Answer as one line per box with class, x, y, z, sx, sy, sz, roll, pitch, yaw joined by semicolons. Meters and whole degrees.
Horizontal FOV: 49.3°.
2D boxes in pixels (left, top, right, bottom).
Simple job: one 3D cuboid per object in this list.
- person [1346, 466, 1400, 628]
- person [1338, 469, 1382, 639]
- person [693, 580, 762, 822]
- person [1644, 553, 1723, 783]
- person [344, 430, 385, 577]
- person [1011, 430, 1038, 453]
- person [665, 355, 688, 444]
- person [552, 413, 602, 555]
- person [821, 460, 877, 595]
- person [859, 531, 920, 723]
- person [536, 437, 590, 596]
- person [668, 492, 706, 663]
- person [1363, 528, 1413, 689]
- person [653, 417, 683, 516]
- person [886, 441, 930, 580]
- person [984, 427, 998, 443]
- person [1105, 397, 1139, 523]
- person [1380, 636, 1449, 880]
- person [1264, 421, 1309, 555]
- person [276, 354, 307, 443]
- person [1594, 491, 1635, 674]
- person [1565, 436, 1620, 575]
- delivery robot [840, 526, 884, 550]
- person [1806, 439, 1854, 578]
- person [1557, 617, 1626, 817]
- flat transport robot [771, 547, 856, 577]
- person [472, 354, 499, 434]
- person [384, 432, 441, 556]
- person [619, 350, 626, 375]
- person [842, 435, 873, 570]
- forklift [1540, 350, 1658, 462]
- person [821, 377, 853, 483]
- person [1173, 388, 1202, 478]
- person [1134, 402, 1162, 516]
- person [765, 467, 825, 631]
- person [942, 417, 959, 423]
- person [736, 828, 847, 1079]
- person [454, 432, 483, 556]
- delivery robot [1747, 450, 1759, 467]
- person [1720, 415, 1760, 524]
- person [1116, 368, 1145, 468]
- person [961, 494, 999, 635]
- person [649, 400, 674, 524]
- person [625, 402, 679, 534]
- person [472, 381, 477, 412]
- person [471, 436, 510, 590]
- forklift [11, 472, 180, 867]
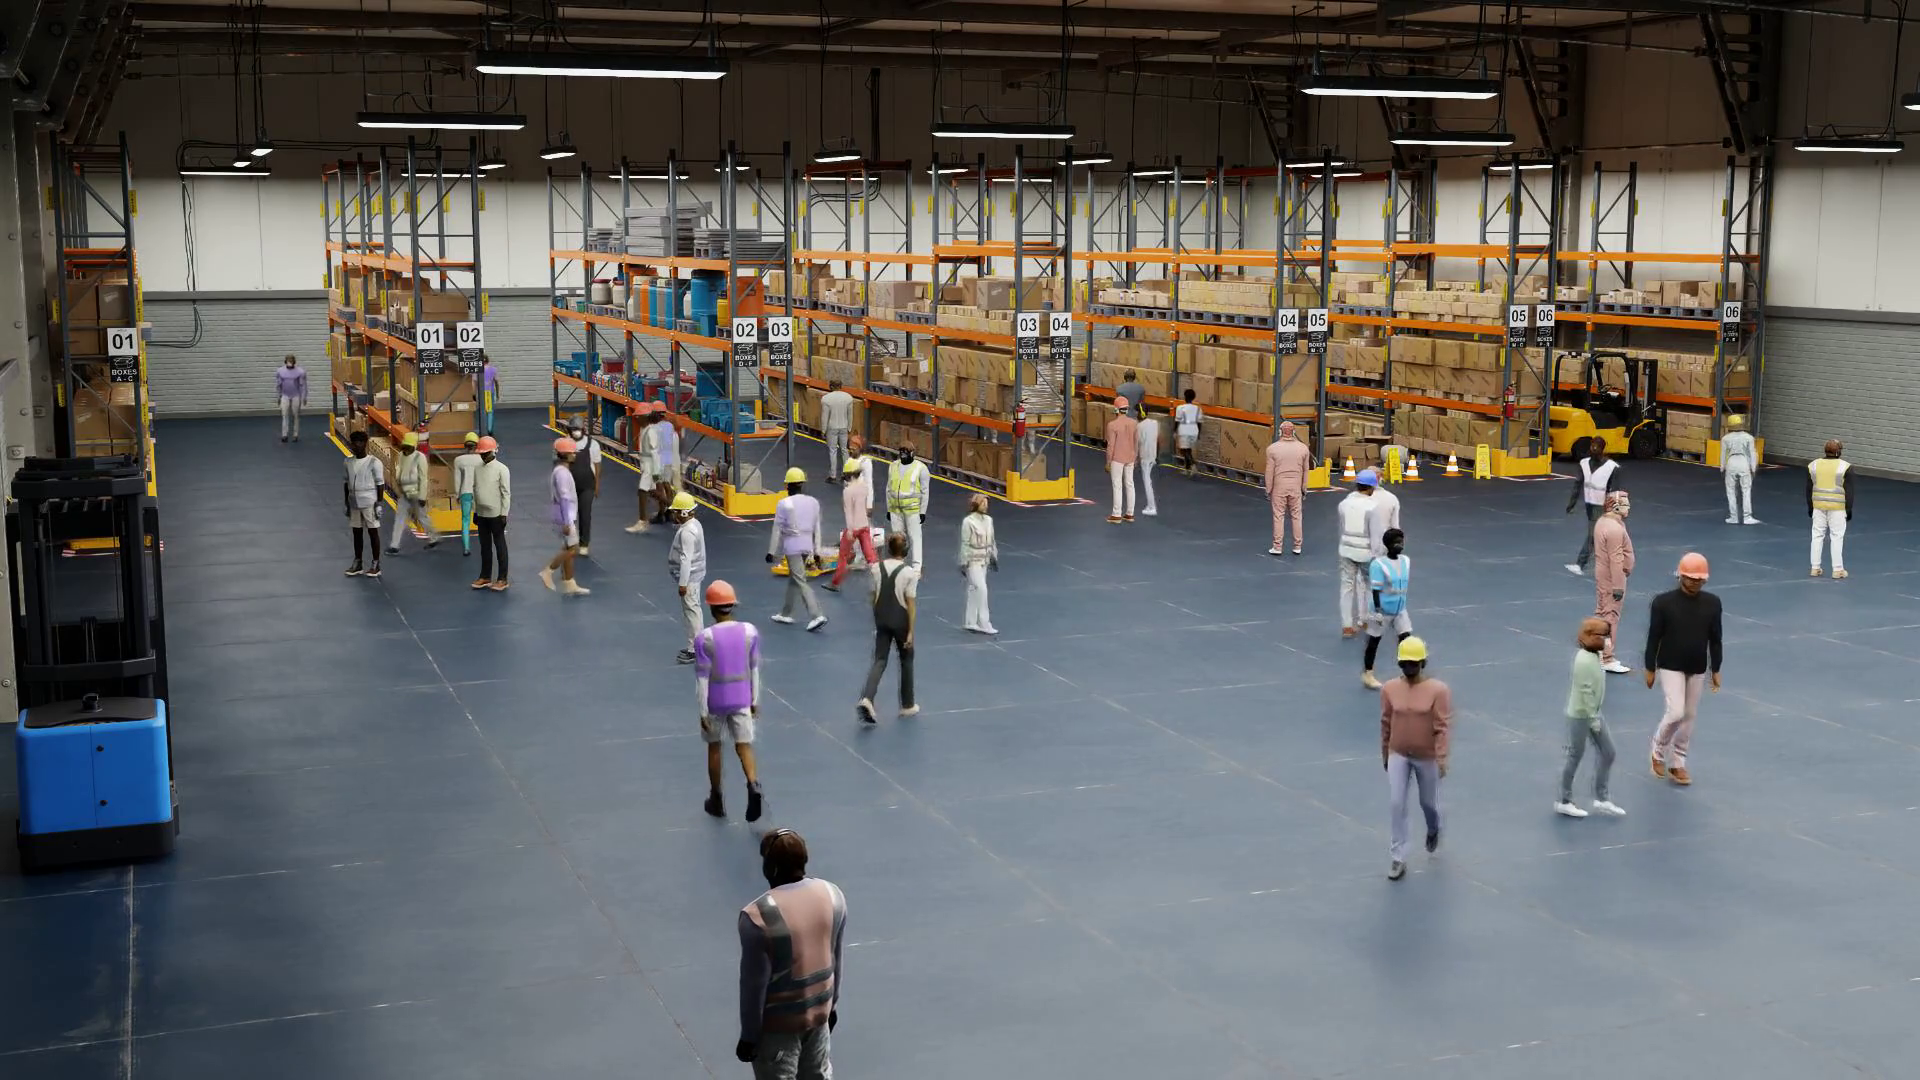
person;4.790;0.071;24.583;0.651;1.880;0.747;0;9;1
person;4.595;0.149;23.909;0.614;1.917;0.697;7;11;39
person;-1.812;1.271;16.466;0.554;1.916;0.804;-4;9;-23
person;6.074;1.076;17.545;0.605;1.971;0.448;-1;9;-10
person;-7.992;-0.494;28.044;0.608;1.966;0.374;3;9;21
person;1.239;-2.125;40.036;0.538;1.630;0.370;-3;9;-19
person;-6.134;-3.030;45.012;0.616;1.946;0.392;1;9;7
person;-5.471;-0.794;29.941;0.698;2.000;0.606;-1;9;-5
person;-1.335;-0.162;26.684;0.925;1.716;0.541;6;10;33
person;-0.655;0.824;19.779;0.512;1.819;0.820;4;9;23
person;-5.010;-0.286;26.438;0.551;2.033;0.624;-1;9;-10
person;-2.945;0.391;22.614;0.403;1.827;0.594;0;9;-1
person;4.364;0.712;21.006;0.553;1.655;0.820;-5;10;-31
person;-4.733;-1.184;33.798;0.618;1.610;0.536;1;9;8
person;-0.716;-0.393;27.779;0.625;1.846;0.429;4;10;27
person;0.662;-3.046;45.253;0.607;1.908;0.617;-2;9;-11
person;2.553;-1.269;33.123;0.608;1.995;0.377;-6;10;-34
person;3.314;1.537;15.234;0.523;1.744;0.736;4;9;25
person;4.649;-0.739;29.884;0.644;1.907;0.400;-1;9;-8
person;-14.469;-3.052;45.284;0.657;1.907;0.825;-1;9;-8
person;6.899;0.429;22.092;0.406;1.906;0.654;1;9;4
person;8.495;-0.457;28.137;1.010;1.865;0.589;-5;10;-29
delivery robot;-1.377;-0.037;29.519;0.477;0.478;0.707;5;10;32
person;11.642;-0.426;28.006;0.619;1.845;0.430;8;12;44
person;5.028;1.411;16.538;0.629;1.610;0.501;6;11;37
flat transport robot;-1.894;0.288;28.601;0.652;0.197;1.431;5;10;31
person;-10.726;-3.305;47.386;0.591;1.793;0.992;-3;9;-17
person;-7.836;-0.681;29.981;0.622;1.770;0.928;6;10;33
person;-8.326;-3.893;51.865;0.516;1.617;0.512;-1;9;-4
person;-1.414;-0.495;28.378;0.471;1.865;0.635;-5;10;-30
forklift;12.897;-2.725;42.309;2.313;2.155;1.214;-3;9;-21
person;-2.255;-2.013;38.288;0.627;1.935;0.373;-4;10;-27
person;4.276;-1.977;38.908;0.537;1.670;0.719;-4;10;-26
person;2.994;-1.321;33.961;0.541;1.843;0.545;-7;11;-40
person;-1.870;0.096;24.419;0.984;1.887;0.607;8;11;41
person;-0.213;-3.761;50.153;0.591;1.869;0.625;-3;9;-21
person;-0.827;2.276;9.995;0.429;1.842;0.630;8;12;43
person;-6.919;-0.654;29.784;0.527;1.767;0.323;0;9;1
delivery robot;15.023;-1.603;39.956;0.477;0.478;0.707;2;9;13
person;12.320;-1.110;33.024;0.647;1.710;0.325;3;9;19
person;3.284;-2.356;40.555;0.634;1.939;0.367;-4;10;-26
person;0.301;0.280;24.009;0.674;1.614;0.540;6;10;34
person;-4.741;-1.238;33.102;0.356;1.936;0.551;3;9;22
person;-4.673;-1.120;32.109;0.917;2.015;0.619;-3;9;-18
person;-10.693;-2.901;45.115;0.531;1.666;0.792;-6;11;-36
person;-6.069;-0.355;27.037;0.609;1.992;0.383;5;10;31
forklift;-6.630;0.886;15.957;1.129;2.768;1.873;-3;9;-21
